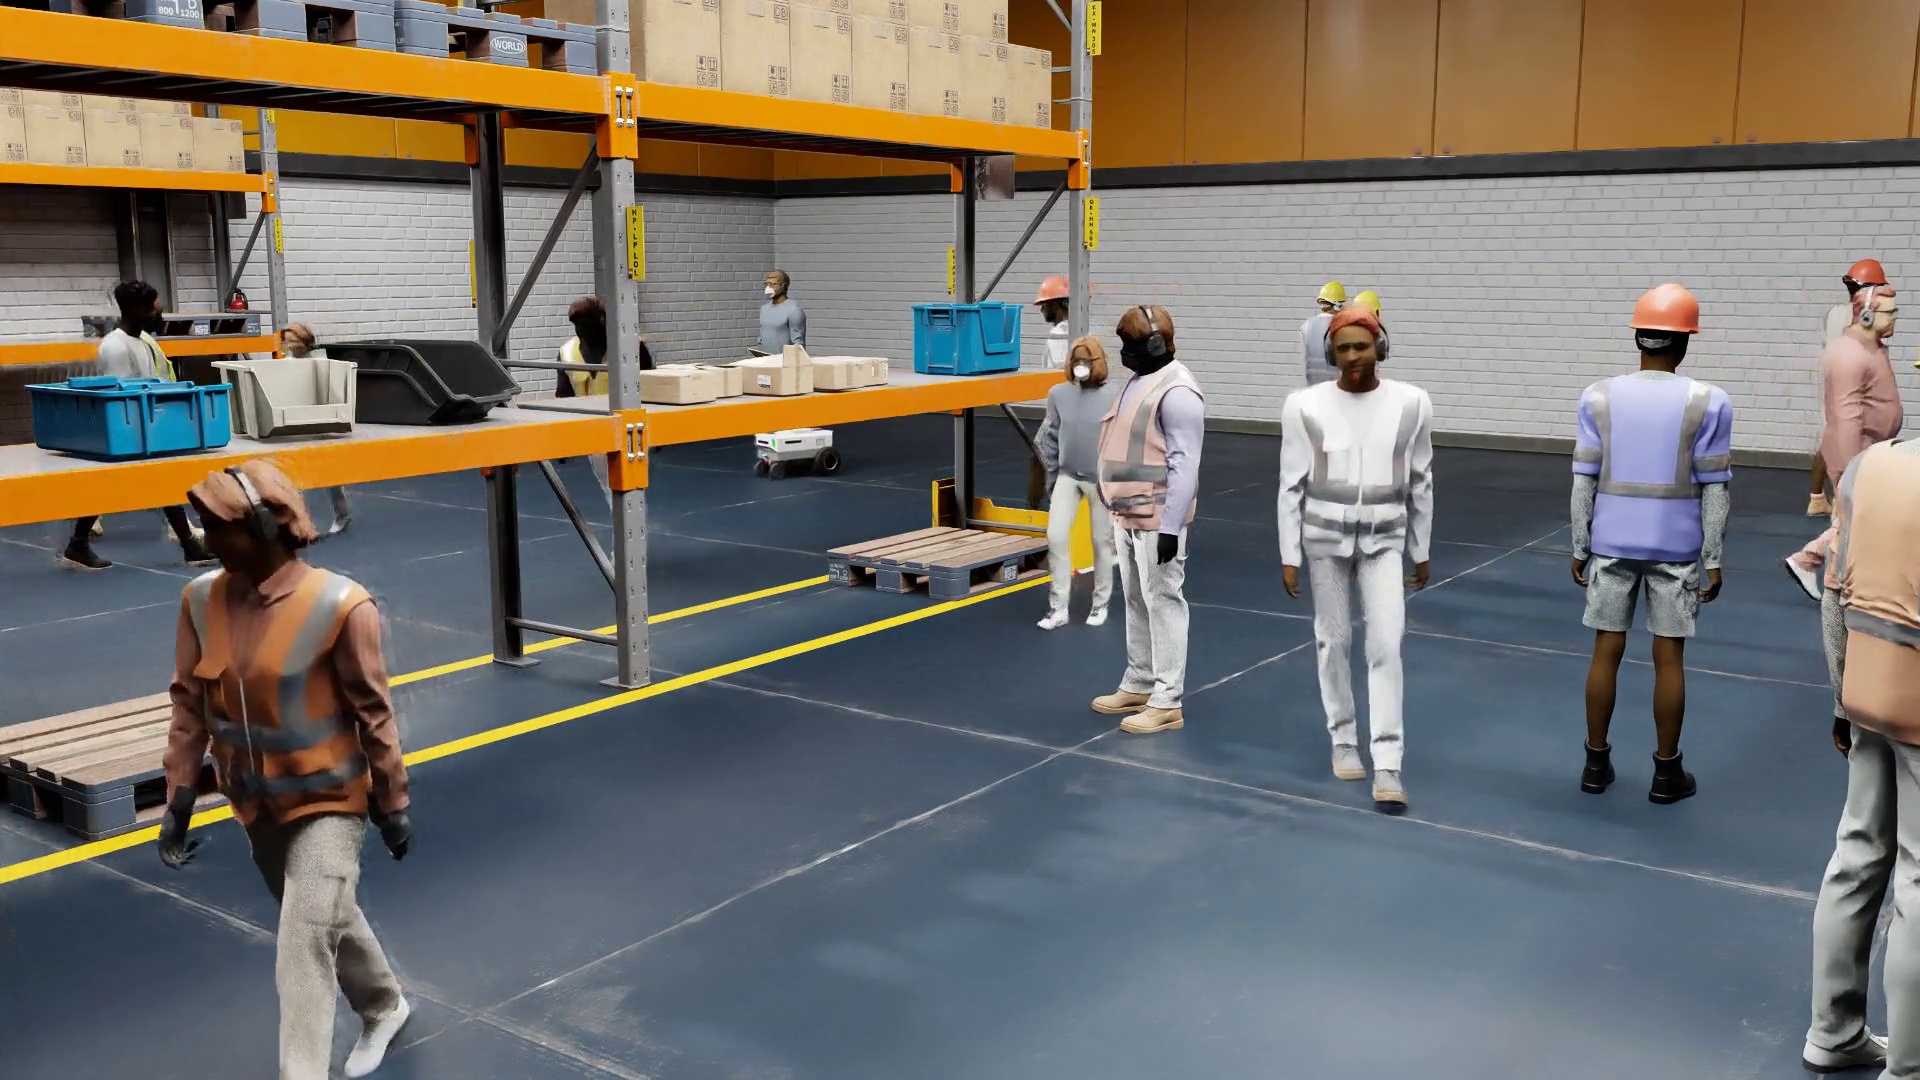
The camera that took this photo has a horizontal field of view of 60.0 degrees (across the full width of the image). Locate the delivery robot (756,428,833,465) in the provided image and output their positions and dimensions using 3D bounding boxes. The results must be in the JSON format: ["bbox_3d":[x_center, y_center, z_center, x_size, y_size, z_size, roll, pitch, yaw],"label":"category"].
[{"bbox_3d":[-1.554,-0.915,15.624,0.707,0.478,0.477,-8,12,-38],"label":"delivery robot"}]

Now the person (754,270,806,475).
[{"bbox_3d":[-1.711,-1.586,15.789,0.372,1.940,0.630,-9,13,-44],"label":"person"}]

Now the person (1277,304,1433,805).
[{"bbox_3d":[1.491,0.060,6.230,0.591,1.854,0.854,1,10,8],"label":"person"}]

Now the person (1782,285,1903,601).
[{"bbox_3d":[5.040,-0.491,9.405,0.492,1.887,0.662,7,12,35],"label":"person"}]

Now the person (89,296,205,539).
[{"bbox_3d":[-5.943,-0.873,11.974,0.814,1.807,0.632,-5,11,-29],"label":"person"}]

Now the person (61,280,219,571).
[{"bbox_3d":[-5.406,-0.730,10.812,1.017,1.911,0.627,0,10,-3],"label":"person"}]

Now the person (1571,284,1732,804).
[{"bbox_3d":[2.582,0.017,6.243,0.552,1.936,0.359,6,11,33],"label":"person"}]

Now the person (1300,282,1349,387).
[{"bbox_3d":[3.368,-1.424,15.135,0.404,1.833,0.590,-7,12,-37],"label":"person"}]

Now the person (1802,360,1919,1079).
[{"bbox_3d":[2.305,0.409,3.947,0.378,1.922,0.594,-2,10,-9],"label":"person"}]

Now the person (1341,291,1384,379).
[{"bbox_3d":[3.382,-1.200,13.999,0.321,1.769,0.523,-2,10,-14],"label":"person"}]

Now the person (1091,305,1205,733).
[{"bbox_3d":[0.808,-0.092,7.201,0.429,1.838,0.622,-3,10,-15],"label":"person"}]

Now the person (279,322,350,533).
[{"bbox_3d":[-4.717,-0.791,12.085,0.527,1.590,0.890,1,10,4],"label":"person"}]

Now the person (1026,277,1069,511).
[{"bbox_3d":[0.624,-0.919,11.928,0.860,1.899,0.560,4,10,24],"label":"person"}]

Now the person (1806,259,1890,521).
[{"bbox_3d":[6.931,-1.150,12.928,0.394,2.038,0.607,-2,10,-10],"label":"person"}]

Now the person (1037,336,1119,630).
[{"bbox_3d":[0.654,-0.298,9.073,0.538,1.607,0.659,5,11,28],"label":"person"}]

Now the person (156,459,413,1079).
[{"bbox_3d":[-1.504,0.594,3.832,0.512,1.593,0.848,4,10,20],"label":"person"}]

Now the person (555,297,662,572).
[{"bbox_3d":[-2.305,-0.677,10.843,0.645,1.786,0.787,2,10,13],"label":"person"}]
